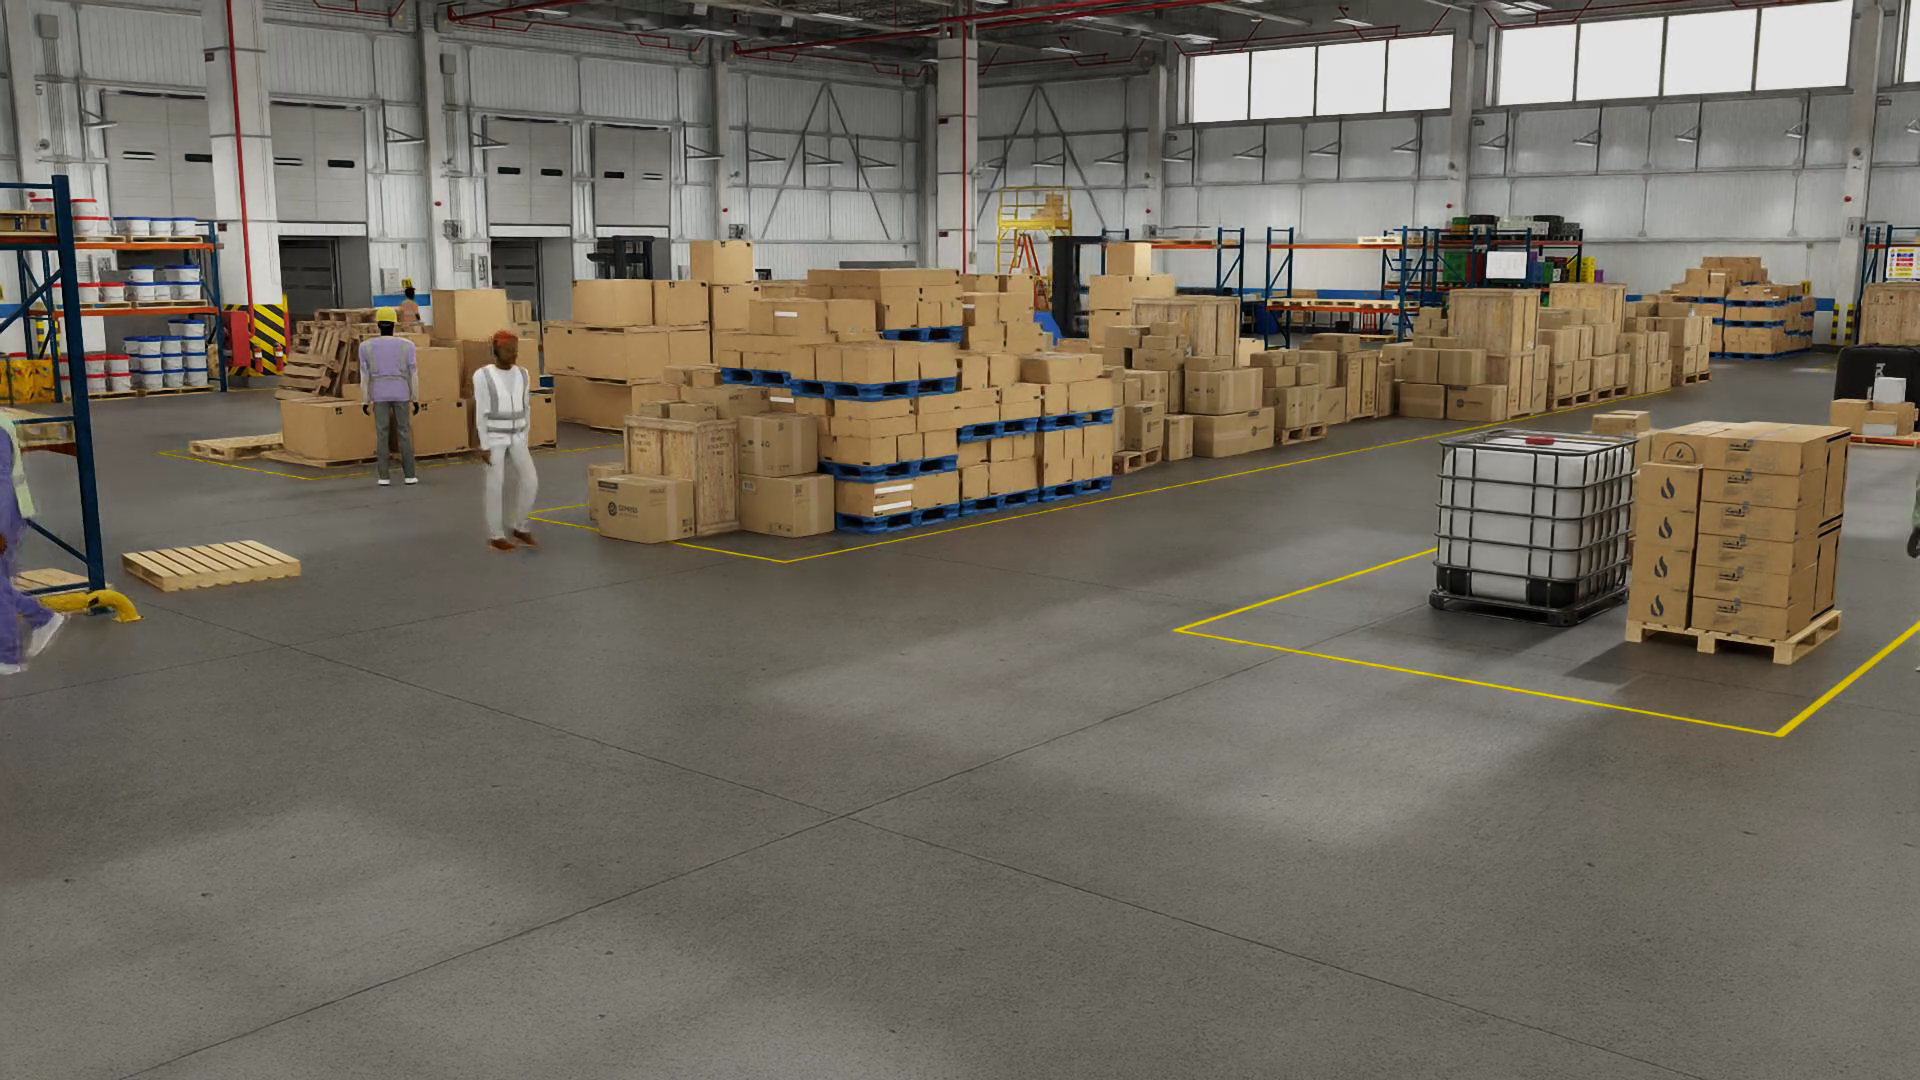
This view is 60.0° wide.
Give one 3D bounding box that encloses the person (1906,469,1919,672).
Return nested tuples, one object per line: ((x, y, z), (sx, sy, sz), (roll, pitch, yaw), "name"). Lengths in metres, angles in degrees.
((5.909, 0.010, 9.899), (0.358, 1.630, 0.512), (-4, 11, -22), "person")

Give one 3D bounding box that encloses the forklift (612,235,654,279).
((-7.300, -5.450, 37.421), (1.873, 2.768, 1.129), (8, 13, 40), "forklift")

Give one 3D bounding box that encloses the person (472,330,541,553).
((-3.779, -0.806, 13.877), (0.539, 1.869, 0.596), (8, 13, 39), "person")

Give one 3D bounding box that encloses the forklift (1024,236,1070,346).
((2.319, -5.644, 38.527), (1.873, 2.768, 1.129), (2, 10, 12), "forklift")

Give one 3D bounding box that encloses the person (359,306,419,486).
((-6.127, -1.541, 17.881), (0.591, 1.926, 0.387), (-3, 10, -17), "person")

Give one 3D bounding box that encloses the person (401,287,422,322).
((-12.233, -4.817, 37.257), (0.660, 1.677, 0.547), (-10, 14, -43), "person")

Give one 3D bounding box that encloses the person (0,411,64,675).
((-5.719, -0.129, 9.904), (0.594, 1.904, 0.512), (9, 13, 42), "person")

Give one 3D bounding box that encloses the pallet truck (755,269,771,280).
((-4.996, -6.432, 45.525), (1.885, 1.965, 0.823), (-6, 12, -32), "pallet truck")

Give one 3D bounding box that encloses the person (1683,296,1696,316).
((14.263, -4.012, 32.806), (0.553, 1.618, 0.522), (-6, 12, -31), "person")
